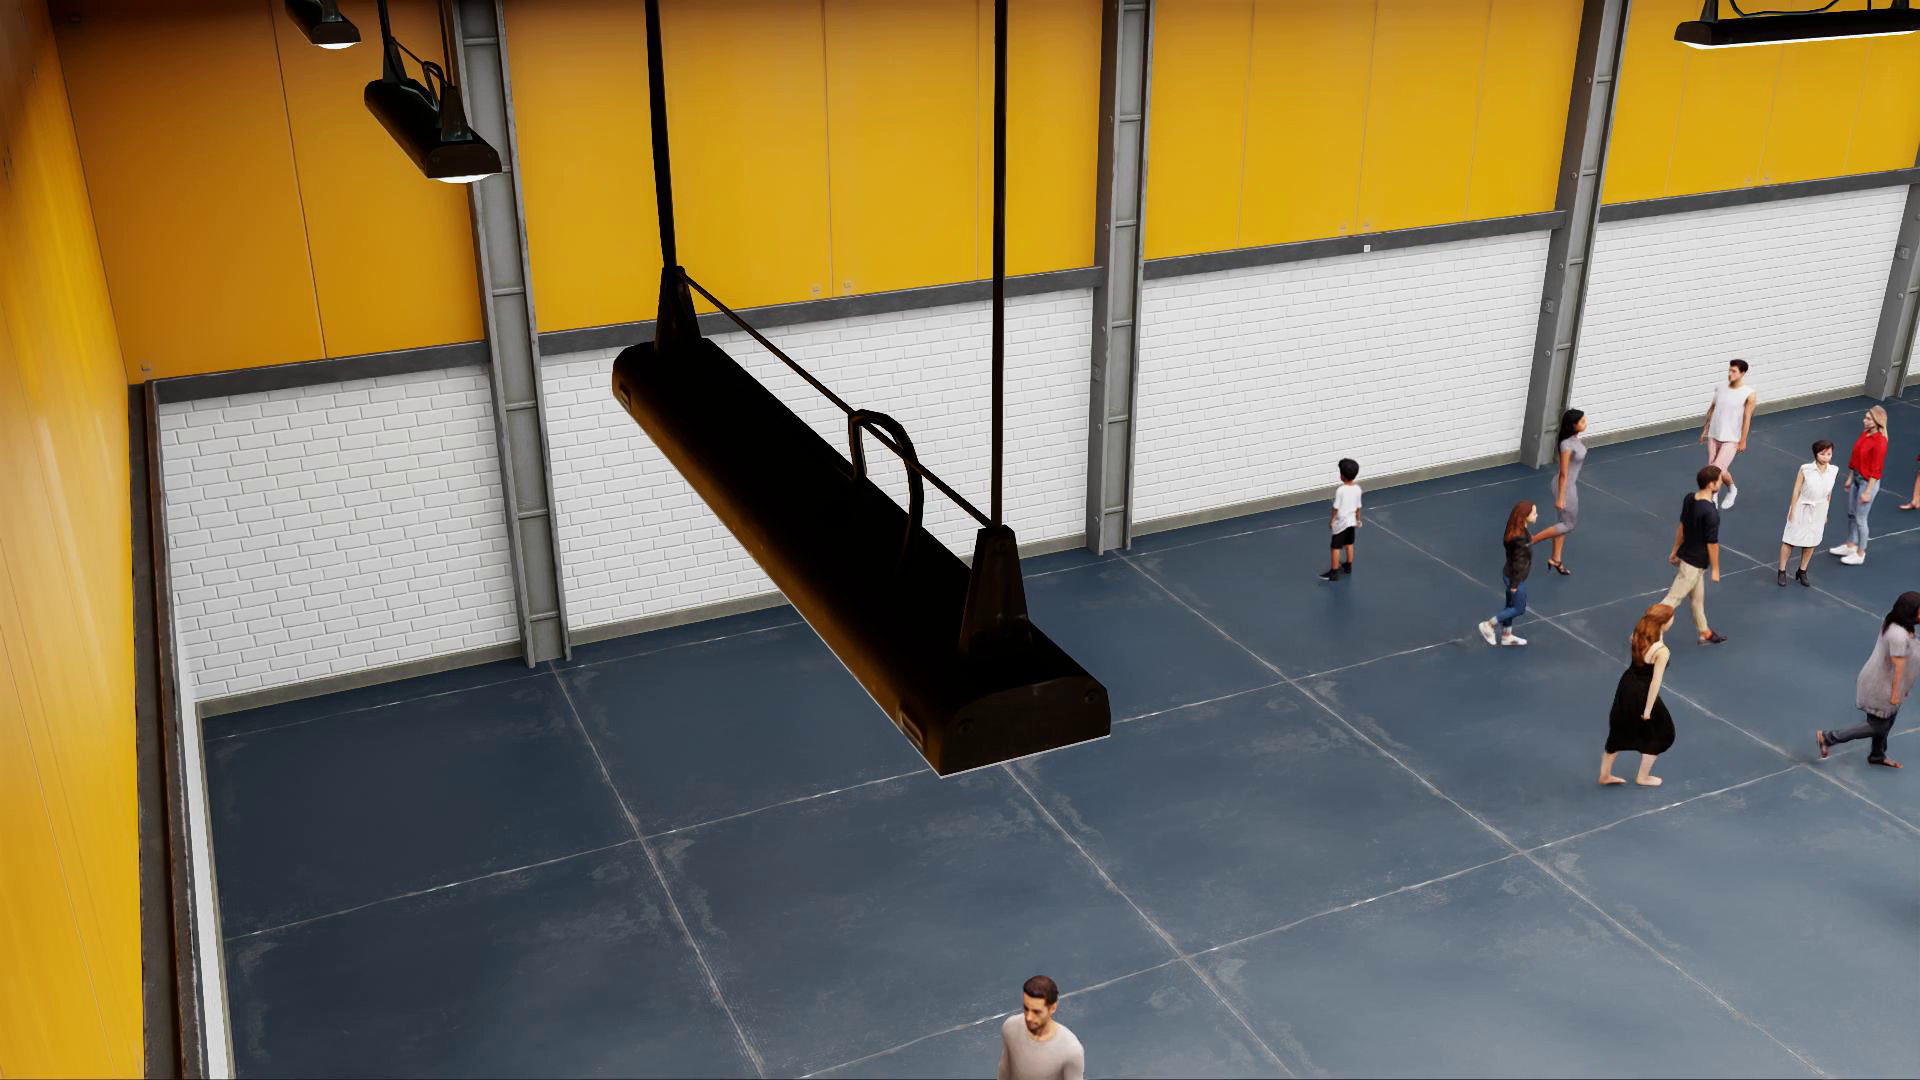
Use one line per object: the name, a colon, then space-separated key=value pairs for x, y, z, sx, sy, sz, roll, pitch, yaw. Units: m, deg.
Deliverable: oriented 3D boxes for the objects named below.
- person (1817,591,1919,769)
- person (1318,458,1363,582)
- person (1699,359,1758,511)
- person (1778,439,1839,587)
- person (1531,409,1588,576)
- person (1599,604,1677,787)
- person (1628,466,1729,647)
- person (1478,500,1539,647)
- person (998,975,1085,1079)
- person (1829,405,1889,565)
person: x=7.381 y=1.135 z=13.419 sx=1.002 sy=1.586 sz=0.955 roll=9 pitch=25 yaw=20
person: x=3.933 y=-0.217 z=16.928 sx=0.554 sy=1.251 sz=0.741 roll=-12 pitch=26 yaw=-26
person: x=8.533 y=-1.153 z=18.416 sx=0.717 sy=1.775 sz=0.625 roll=-11 pitch=26 yaw=-23
person: x=8.518 y=-0.281 z=16.695 sx=0.586 sy=1.556 sz=0.694 roll=0 pitch=24 yaw=1
person: x=6.043 y=-0.481 z=16.886 sx=0.896 sy=1.770 sz=0.849 roll=11 pitch=26 yaw=23
person: x=5.269 y=1.252 z=13.133 sx=0.750 sy=1.600 sz=0.612 roll=-8 pitch=25 yaw=-17
person: x=6.617 y=0.215 z=15.237 sx=1.287 sy=1.814 sz=0.983 roll=-1 pitch=24 yaw=-2
person: x=5.084 y=0.318 z=15.423 sx=0.823 sy=1.477 sz=0.751 roll=4 pitch=24 yaw=10
person: x=0.463 y=3.021 z=8.789 sx=1.084 sy=1.837 sz=1.181 roll=10 pitch=26 yaw=22
person: x=9.346 y=-0.574 z=17.183 sx=0.684 sy=1.701 sz=0.690 roll=1 pitch=24 yaw=2
